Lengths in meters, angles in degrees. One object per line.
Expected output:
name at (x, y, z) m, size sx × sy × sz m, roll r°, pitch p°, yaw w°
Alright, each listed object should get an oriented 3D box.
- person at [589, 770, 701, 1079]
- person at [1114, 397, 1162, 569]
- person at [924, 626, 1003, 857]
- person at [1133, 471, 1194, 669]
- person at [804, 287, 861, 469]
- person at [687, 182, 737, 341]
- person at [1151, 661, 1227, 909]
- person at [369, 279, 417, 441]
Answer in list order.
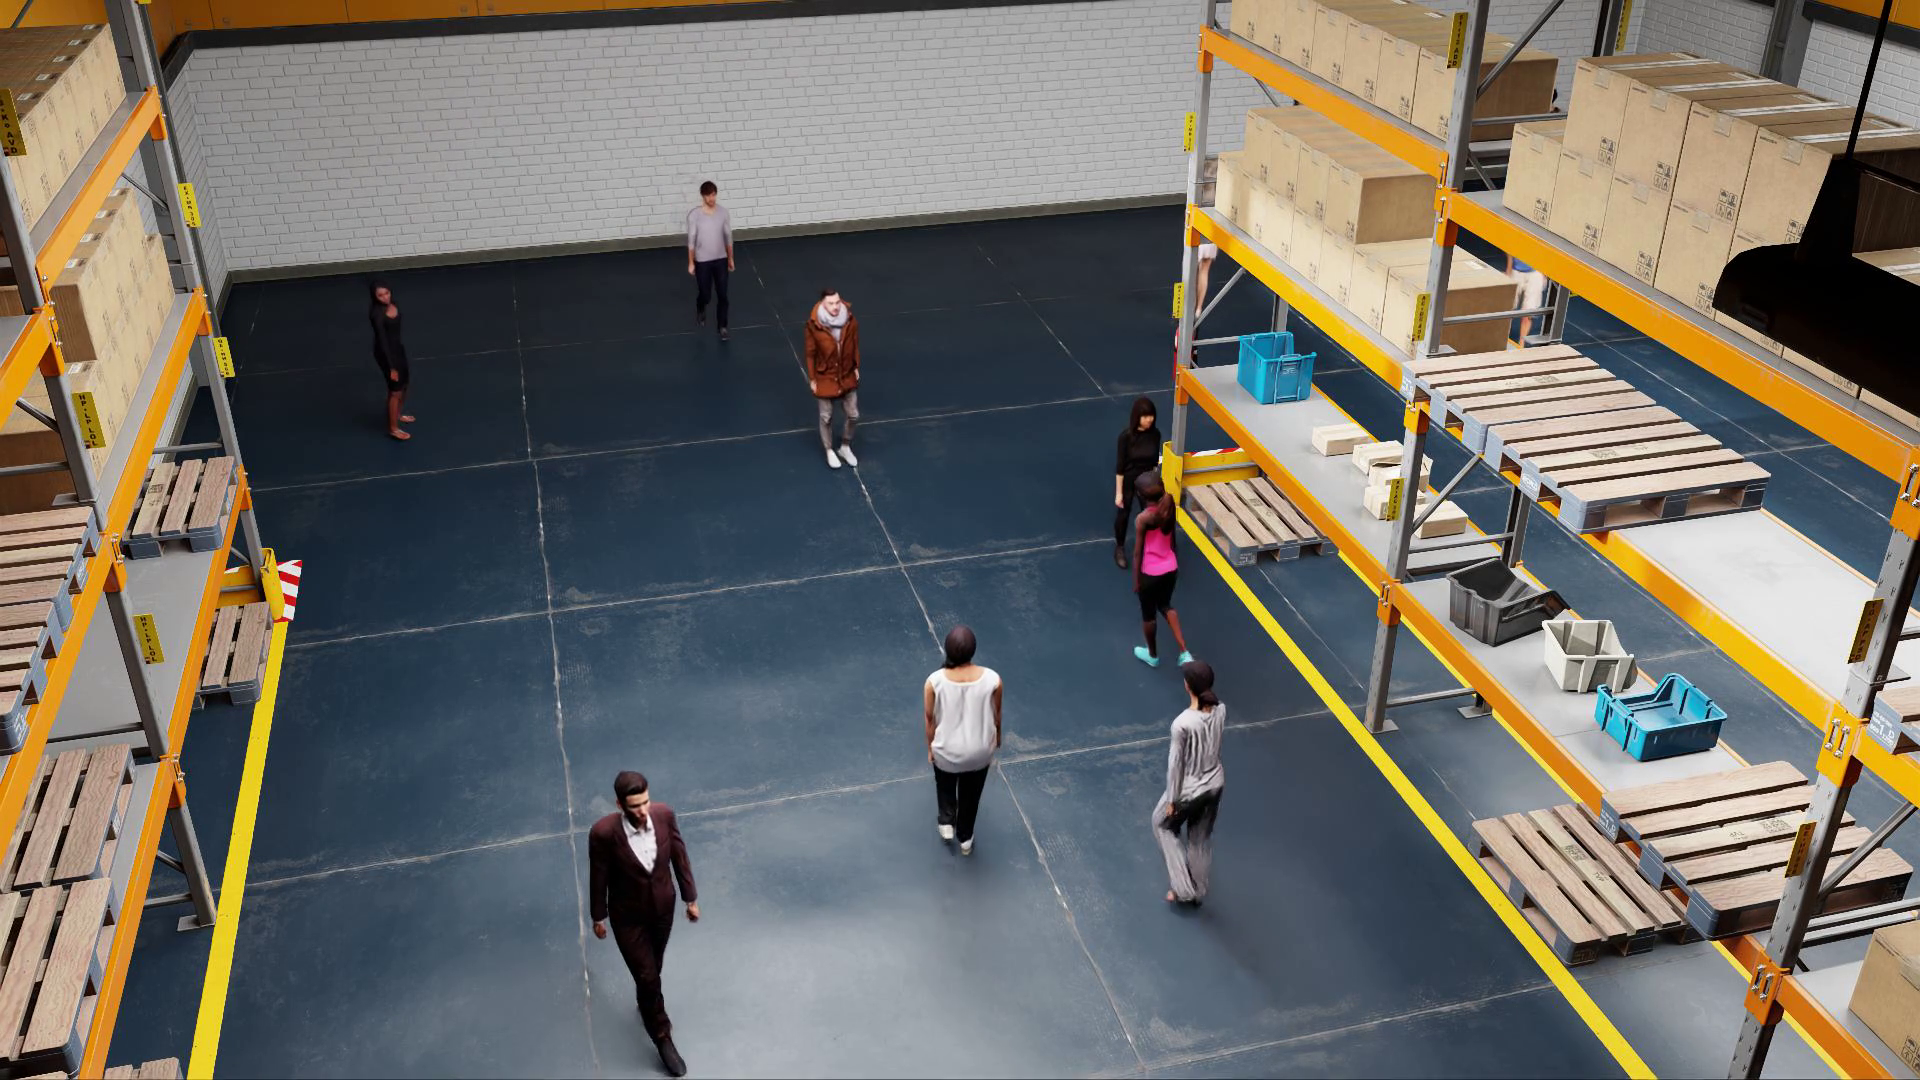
person at (-1.816, 2.008, 9.302) m, size 0.942 × 1.844 × 1.090 m, roll -21°, pitch 35°, yaw -33°
person at (1.450, -0.496, 14.130) m, size 0.585 × 1.616 × 0.844 m, roll -6°, pitch 29°, yaw -11°
person at (0.007, 1.332, 10.720) m, size 0.725 × 1.674 × 0.712 m, roll 1°, pitch 29°, yaw 1°
person at (1.539, 0.297, 12.585) m, size 0.757 × 1.704 × 0.914 m, roll -16°, pitch 32°, yaw -26°
person at (-1.233, -1.569, 15.880) m, size 0.770 × 1.826 × 0.760 m, roll -13°, pitch 31°, yaw -22°
person at (-2.848, -3.184, 18.839) m, size 0.768 × 1.825 × 0.862 m, roll -12°, pitch 31°, yaw -21°
person at (1.497, 1.568, 10.197) m, size 0.665 × 1.761 × 0.675 m, roll -15°, pitch 32°, yaw -25°
person at (-5.641, -1.785, 16.415) m, size 0.889 × 1.692 × 0.691 m, roll -5°, pitch 29°, yaw -10°
